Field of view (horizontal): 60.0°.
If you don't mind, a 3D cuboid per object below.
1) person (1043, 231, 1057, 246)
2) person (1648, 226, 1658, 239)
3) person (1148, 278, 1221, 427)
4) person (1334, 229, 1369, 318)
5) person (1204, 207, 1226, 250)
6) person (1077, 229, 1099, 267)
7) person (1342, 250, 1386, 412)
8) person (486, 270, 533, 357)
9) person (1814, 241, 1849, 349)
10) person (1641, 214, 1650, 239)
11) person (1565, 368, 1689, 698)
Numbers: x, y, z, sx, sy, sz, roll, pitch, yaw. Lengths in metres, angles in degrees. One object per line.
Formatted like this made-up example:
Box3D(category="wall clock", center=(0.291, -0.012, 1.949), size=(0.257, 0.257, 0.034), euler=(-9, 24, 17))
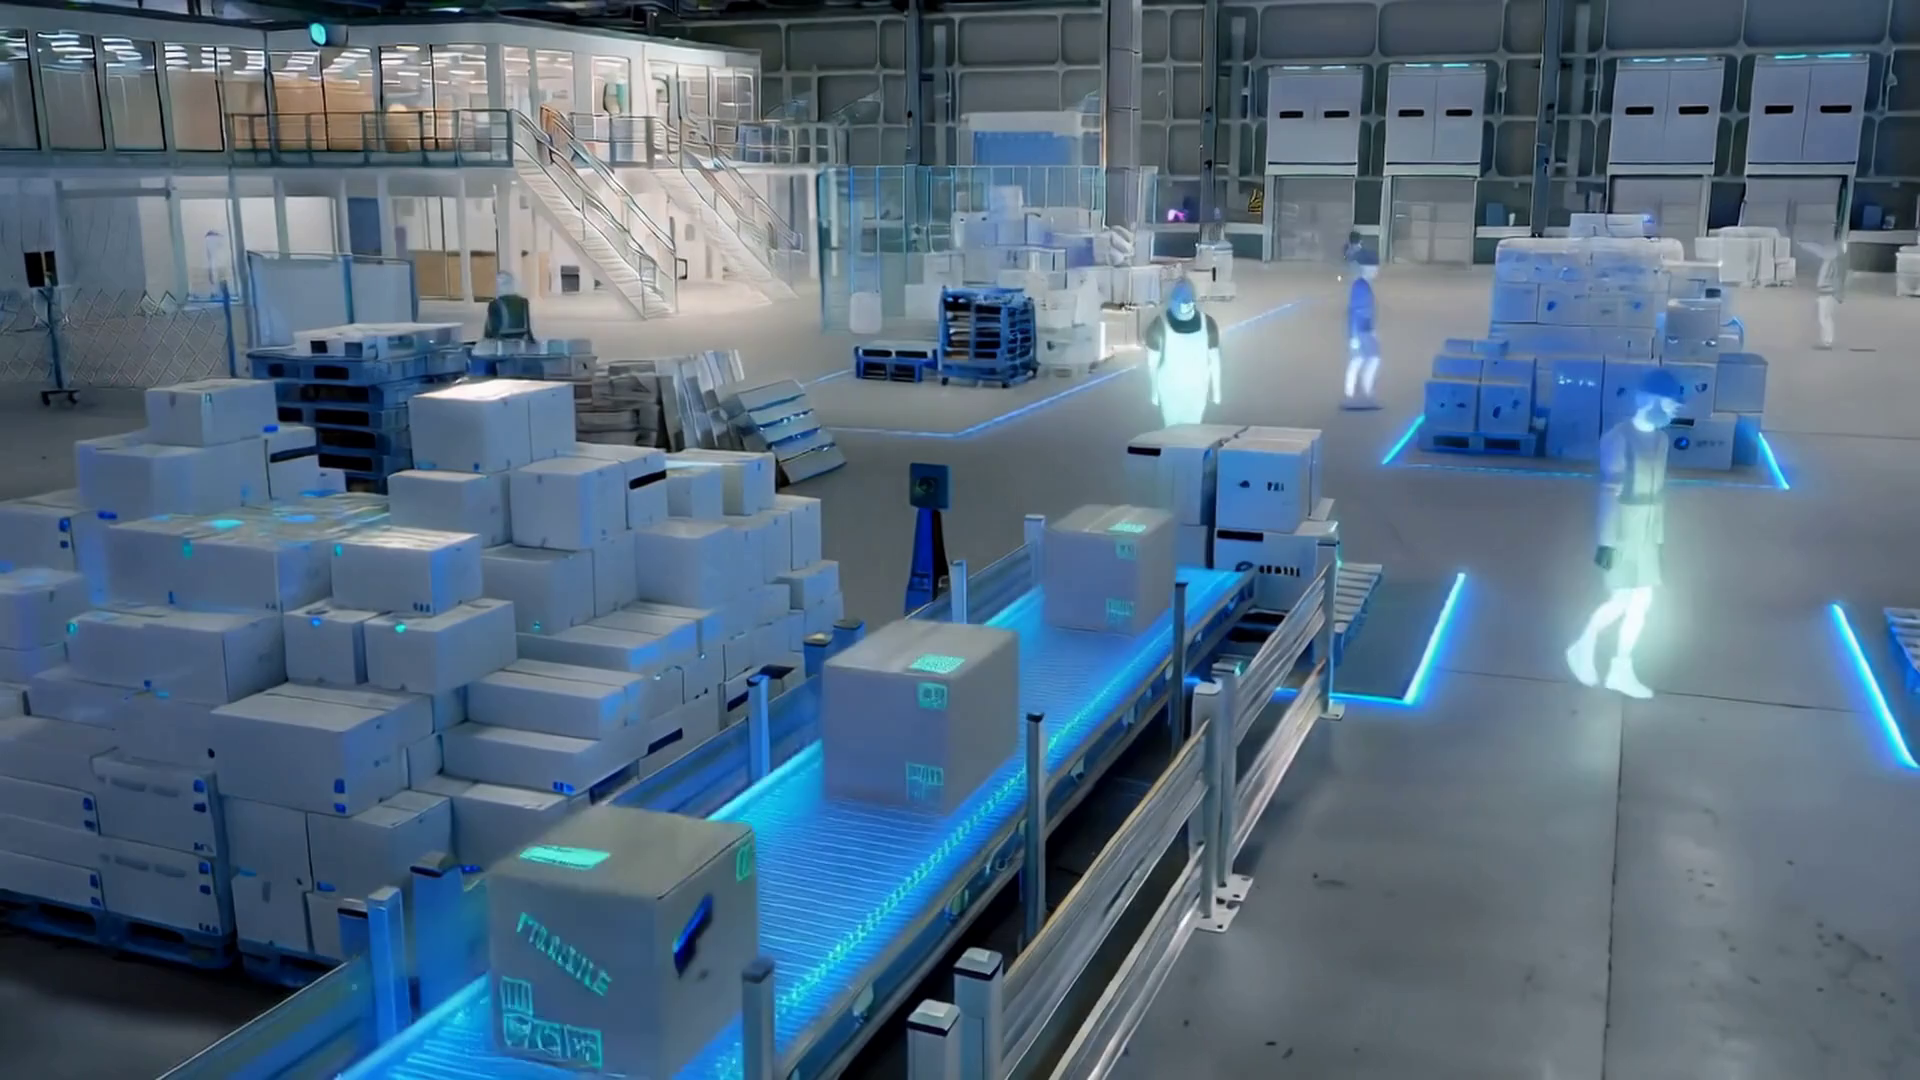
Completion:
Box3D(category="person", center=(1.487, -4.617, 30.093), size=(0.787, 1.915, 0.634), euler=(-2, 13, -10))
Box3D(category="person", center=(16.187, -6.501, 39.022), size=(0.321, 1.697, 0.529), euler=(8, 15, 32))
Box3D(category="person", center=(2.158, -1.560, 16.084), size=(0.688, 2.000, 0.962), euler=(-1, 13, -6))
Box3D(category="person", center=(7.959, -5.449, 34.061), size=(0.910, 1.800, 0.662), euler=(-7, 14, -27))
Box3D(category="person", center=(7.215, -8.439, 47.117), size=(0.613, 1.972, 0.878), euler=(3, 13, 14))
Box3D(category="person", center=(2.523, -4.947, 31.609), size=(0.926, 1.884, 0.612), euler=(-4, 13, -18))
Box3D(category="person", center=(5.152, -2.606, 20.811), size=(0.719, 2.020, 0.647), euler=(5, 13, 21))
Box3D(category="person", center=(-5.337, -2.202, 19.363), size=(0.775, 1.859, 0.606), euler=(7, 14, 28))
Box3D(category="person", center=(14.634, -4.115, 28.022), size=(0.480, 1.828, 0.658), euler=(1, 13, 4))
Box3D(category="person", center=(17.341, -7.325, 42.291), size=(0.604, 1.876, 1.004), euler=(-4, 13, -19))
Box3D(category="person", center=(3.837, -0.039, 9.559), size=(0.628, 1.901, 0.442), euler=(-6, 14, -27))
